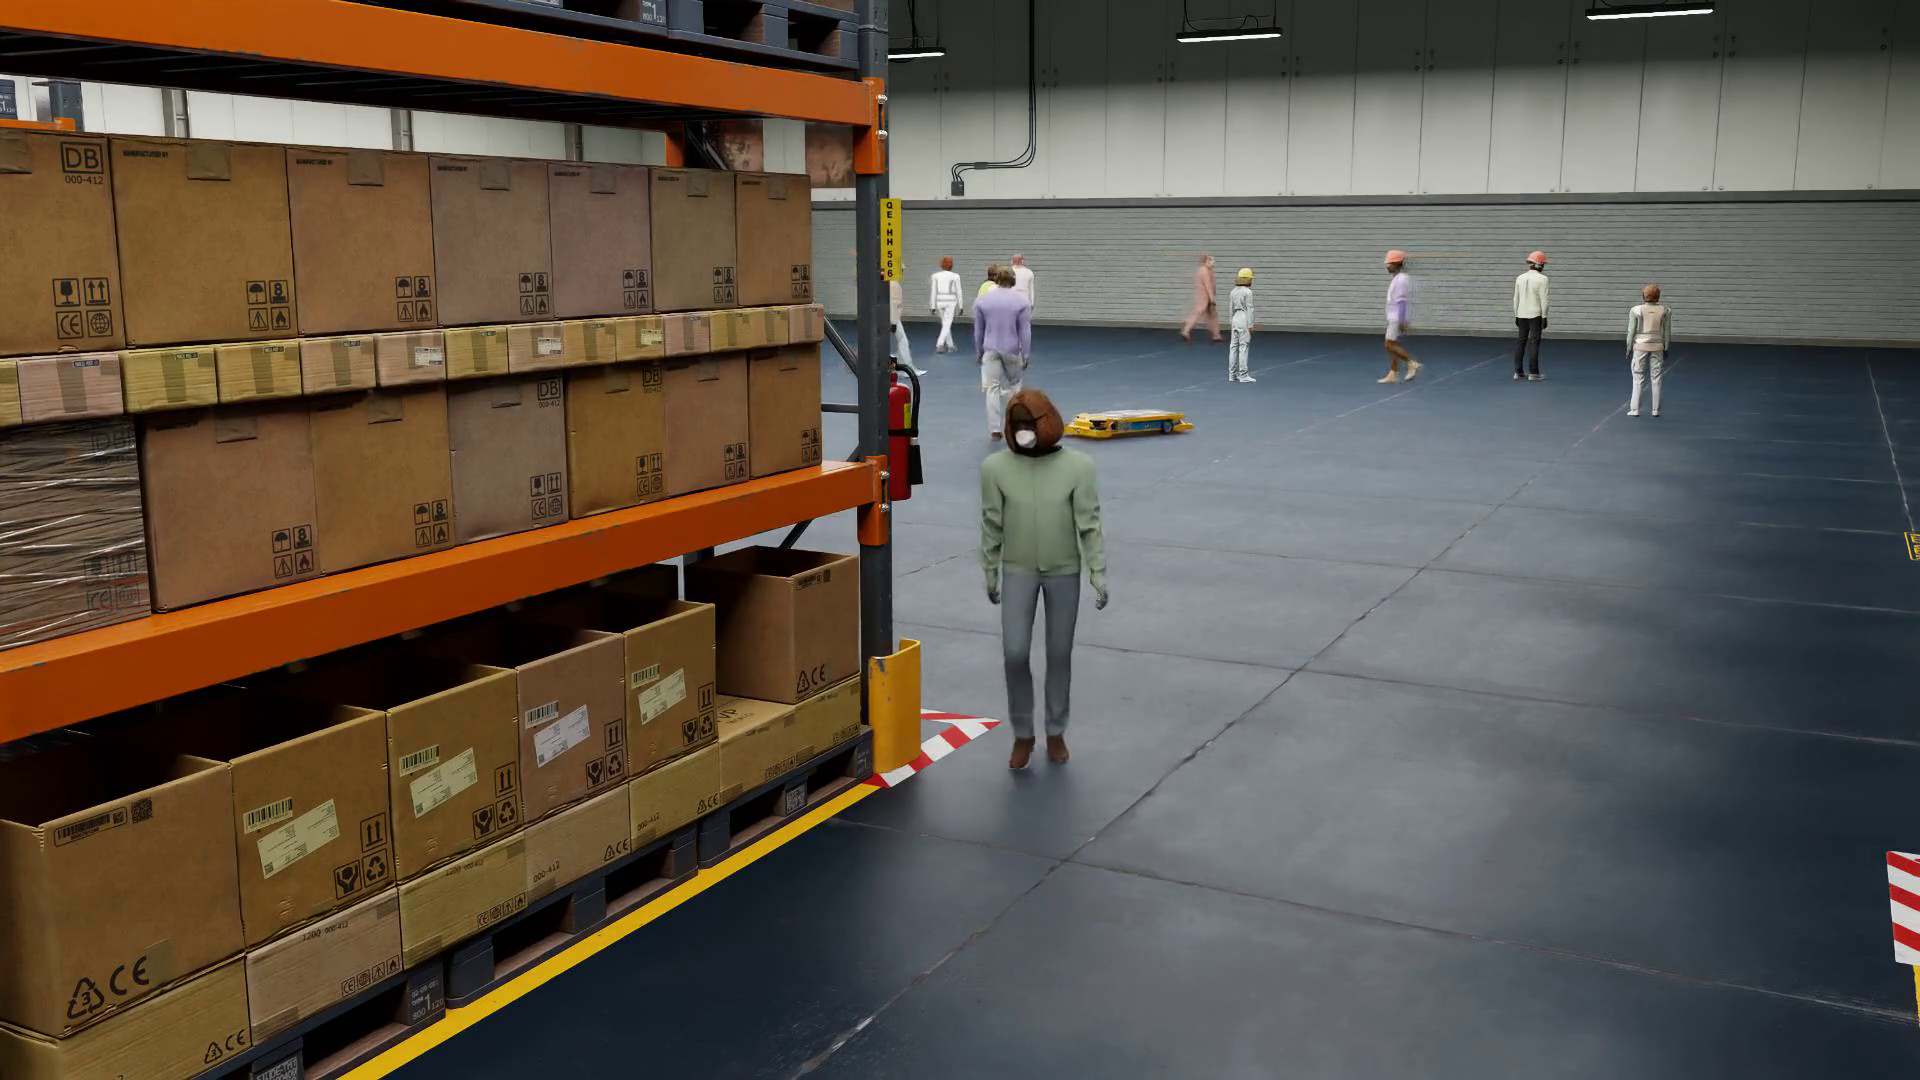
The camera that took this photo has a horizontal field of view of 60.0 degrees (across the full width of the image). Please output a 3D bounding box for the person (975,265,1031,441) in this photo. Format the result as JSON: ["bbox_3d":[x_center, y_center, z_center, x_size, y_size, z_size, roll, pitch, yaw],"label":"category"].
[{"bbox_3d":[0.481,-2.068,18.391,0.643,1.901,0.880,2,10,8],"label":"person"}]

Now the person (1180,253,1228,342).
[{"bbox_3d":[5.140,-5.107,35.084,0.957,1.866,0.642,2,11,13],"label":"person"}]

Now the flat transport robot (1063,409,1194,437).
[{"bbox_3d":[1.903,-1.335,18.852,1.431,0.197,0.652,-7,13,-34],"label":"flat transport robot"}]

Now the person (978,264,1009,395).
[{"bbox_3d":[0.490,-2.956,23.435,0.428,1.836,0.625,-4,11,-20],"label":"person"}]

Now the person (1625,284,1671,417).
[{"bbox_3d":[8.515,-2.338,20.591,0.523,1.637,0.311,1,10,7],"label":"person"}]

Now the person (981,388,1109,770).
[{"bbox_3d":[0.350,0.174,6.974,0.539,1.607,0.532,1,10,4],"label":"person"}]

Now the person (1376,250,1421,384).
[{"bbox_3d":[6.586,-3.336,24.988,0.558,2.022,0.600,1,10,8],"label":"person"}]

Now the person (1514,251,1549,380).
[{"bbox_3d":[8.920,-3.495,25.933,0.393,1.990,0.616,-6,12,-30],"label":"person"}]

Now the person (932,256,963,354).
[{"bbox_3d":[-0.266,-4.479,31.717,0.589,1.848,0.959,5,12,26],"label":"person"}]

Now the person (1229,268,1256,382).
[{"bbox_3d":[4.353,-3.299,25.567,0.311,1.735,0.483,-6,12,-30],"label":"person"}]

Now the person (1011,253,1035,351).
[{"bbox_3d":[1.124,-4.600,32.258,0.652,1.891,0.459,0,10,1],"label":"person"}]

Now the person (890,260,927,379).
[{"bbox_3d":[-0.923,-3.452,25.951,0.871,1.893,0.612,-3,11,-18],"label":"person"}]
